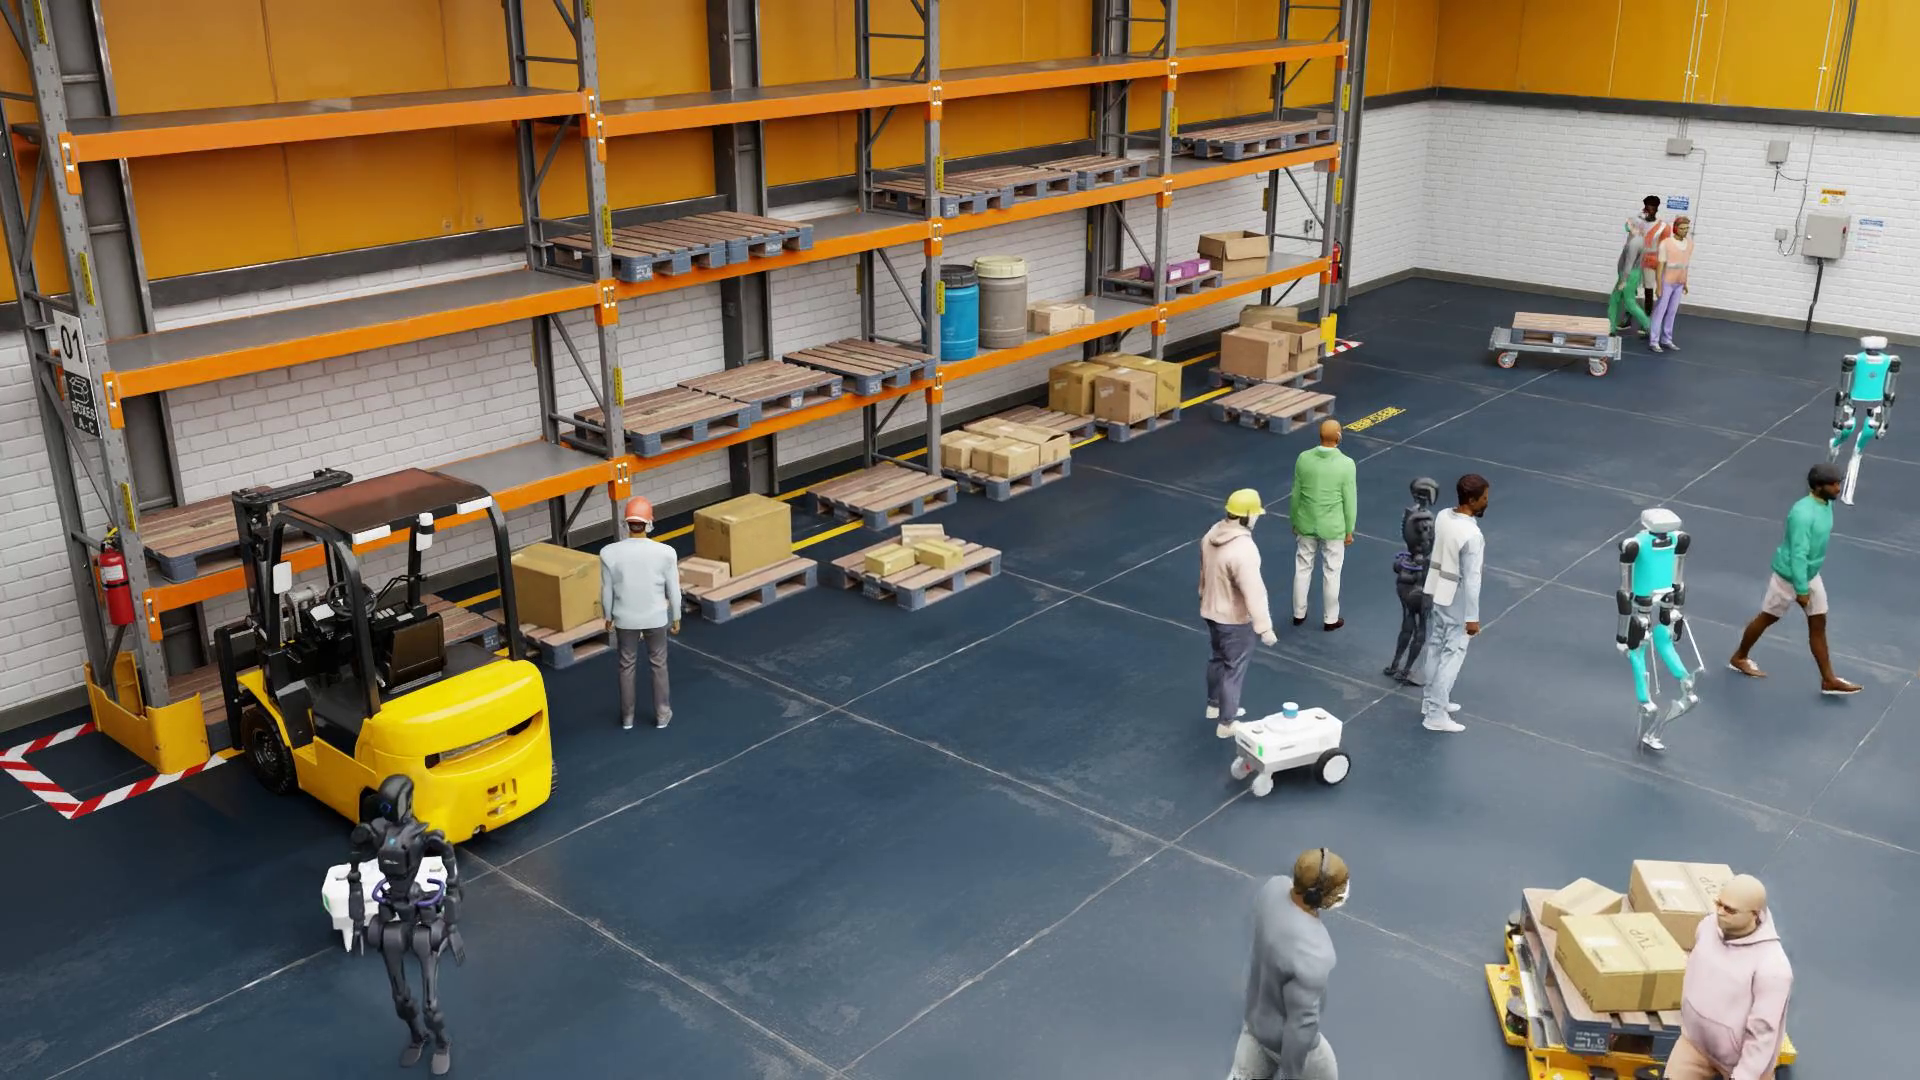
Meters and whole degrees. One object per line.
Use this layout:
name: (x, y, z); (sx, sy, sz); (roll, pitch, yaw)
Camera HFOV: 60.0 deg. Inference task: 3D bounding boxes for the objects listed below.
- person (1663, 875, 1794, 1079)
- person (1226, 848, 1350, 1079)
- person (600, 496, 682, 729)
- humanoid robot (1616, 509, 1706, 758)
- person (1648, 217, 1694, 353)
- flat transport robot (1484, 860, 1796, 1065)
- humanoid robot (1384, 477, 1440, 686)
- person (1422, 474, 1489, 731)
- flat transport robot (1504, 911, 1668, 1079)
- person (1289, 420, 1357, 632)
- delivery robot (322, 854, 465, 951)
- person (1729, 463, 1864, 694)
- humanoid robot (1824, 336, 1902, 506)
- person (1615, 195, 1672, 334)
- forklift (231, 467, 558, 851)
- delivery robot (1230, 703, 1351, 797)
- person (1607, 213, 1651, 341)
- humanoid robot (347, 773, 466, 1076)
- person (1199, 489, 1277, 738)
person: (3.328, 2.260, 7.314); (0.943, 1.737, 0.530); (-10, 22, -25)
person: (1.413, 2.166, 7.365); (1.034, 1.883, 0.655); (-5, 21, -13)
person: (-2.290, 0.528, 11.993); (0.574, 1.739, 0.350); (-2, 20, -7)
humanoid robot: (4.886, 0.759, 11.526); (0.545, 1.891, 0.721); (-6, 21, -17)
person: (9.723, -3.497, 22.748); (0.566, 1.845, 0.387); (-9, 22, -24)
flat transport robot: (3.589, 2.476, 8.842); (1.431, 0.231, 0.659); (2, 20, 6)
humanoid robot: (3.482, 0.309, 12.683); (0.334, 1.656, 0.600); (1, 20, 2)
person: (3.566, 0.444, 11.996); (0.398, 1.928, 0.595); (-3, 20, -7)
flat transport robot: (3.311, 2.476, 8.842); (0.659, 0.231, 1.431); (4, 21, 11)
person: (2.984, -0.121, 13.694); (0.548, 1.782, 0.383); (11, 23, 27)
delivery robot: (-3.238, 2.055, 9.589); (0.778, 0.607, 0.521); (-4, 21, -9)
person: (6.401, 0.288, 12.573); (0.522, 1.793, 0.987); (-15, 25, -35)
humanoid robot: (9.057, -1.262, 16.892); (0.555, 1.800, 0.918); (5, 21, 12)
person: (9.791, -3.950, 23.804); (0.361, 1.964, 0.612); (-19, 27, -41)
forklift: (-3.730, 0.710, 10.856); (2.313, 2.155, 1.214); (17, 26, 38)
delivery robot: (2.264, 1.398, 11.359); (0.775, 0.601, 0.499); (-9, 22, -23)
person: (9.456, -3.699, 23.360); (0.863, 1.804, 0.523); (10, 23, 25)
humanoid robot: (-2.773, 1.919, 8.319); (0.596, 1.645, 0.341); (1, 20, 3)
person: (1.921, 0.520, 11.868); (0.455, 1.856, 0.808); (-6, 21, -15)
